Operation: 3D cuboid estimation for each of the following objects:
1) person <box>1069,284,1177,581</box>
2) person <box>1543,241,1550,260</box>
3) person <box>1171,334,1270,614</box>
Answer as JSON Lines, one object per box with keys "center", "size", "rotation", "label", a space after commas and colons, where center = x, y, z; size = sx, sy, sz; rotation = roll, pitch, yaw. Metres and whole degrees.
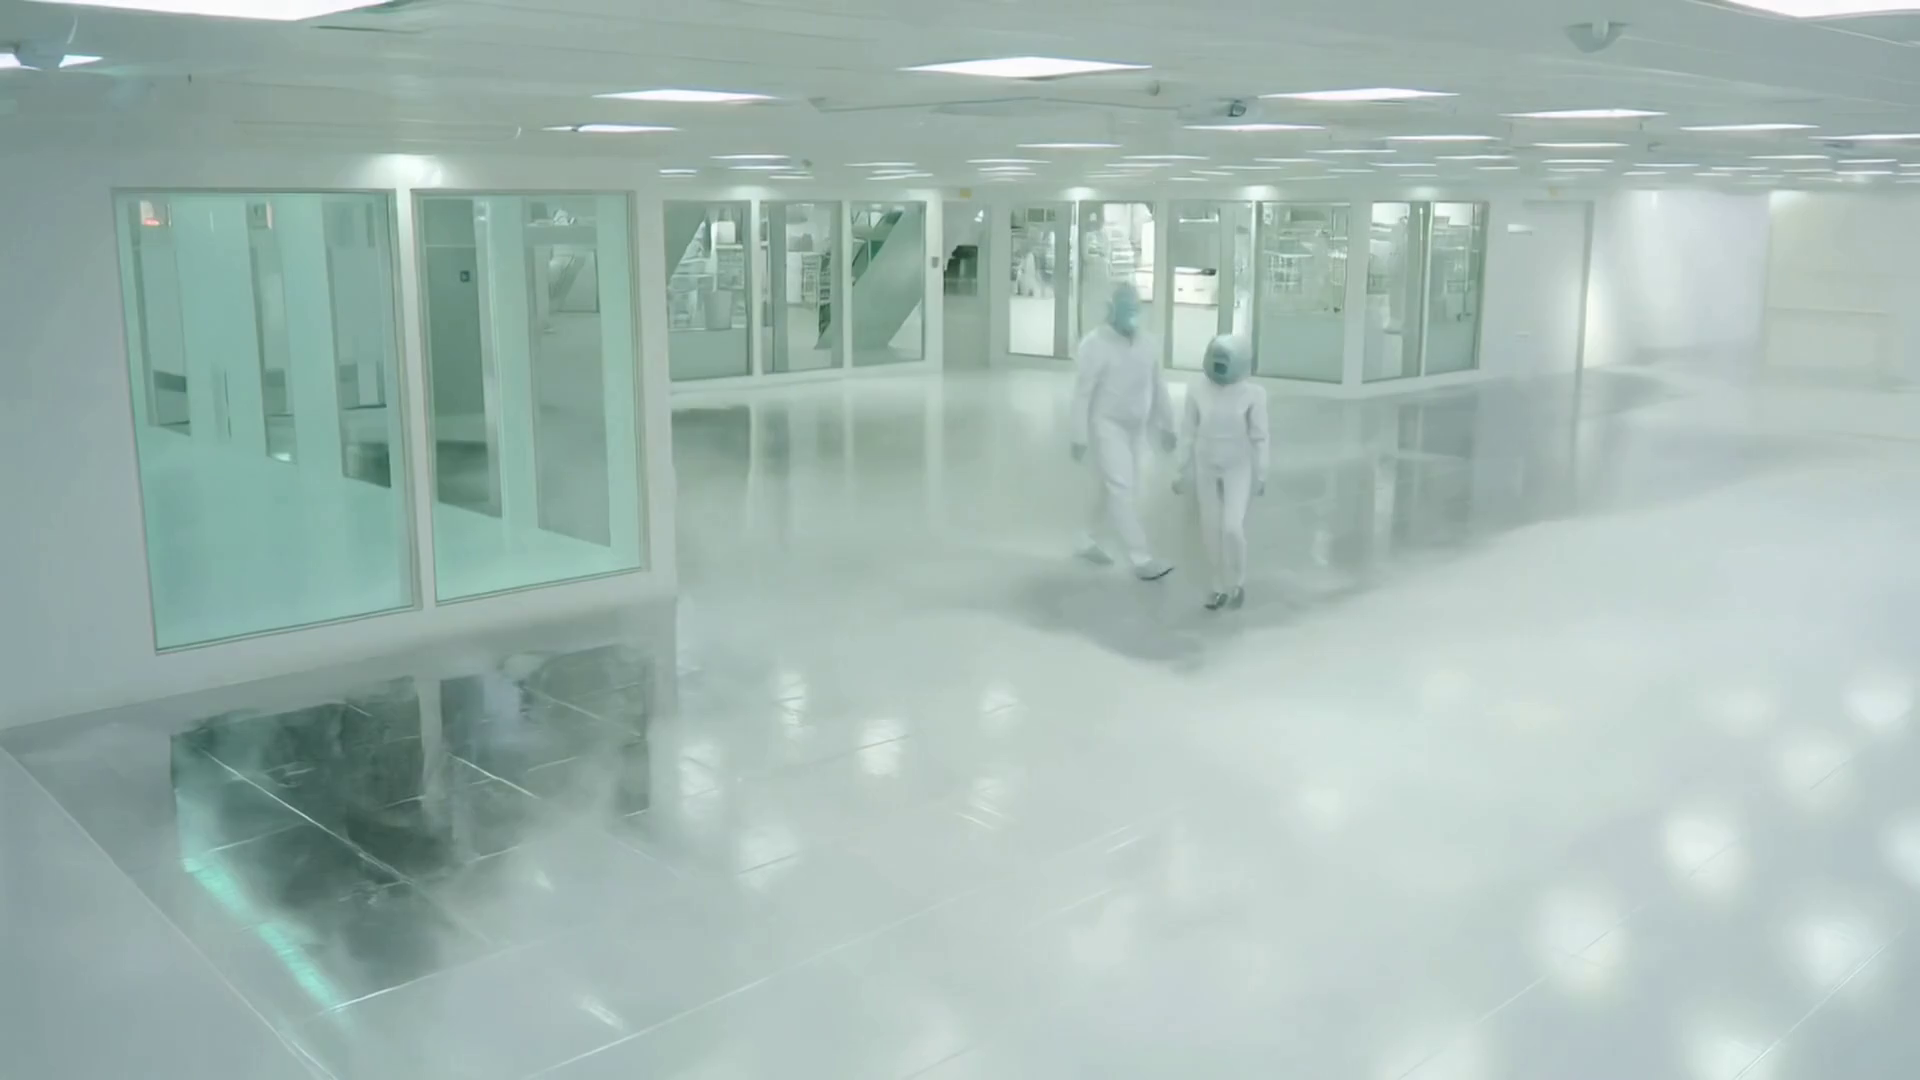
{"center": [1.053, -0.688, 10.561], "size": [0.638, 1.851, 0.992], "rotation": [-11, 15, -42], "label": "person"}
{"center": [18.190, -8.868, 51.498], "size": [0.509, 1.872, 0.328], "rotation": [4, 12, 18], "label": "person"}
{"center": [1.493, -0.366, 9.538], "size": [0.516, 1.617, 0.486], "rotation": [6, 13, 30], "label": "person"}
